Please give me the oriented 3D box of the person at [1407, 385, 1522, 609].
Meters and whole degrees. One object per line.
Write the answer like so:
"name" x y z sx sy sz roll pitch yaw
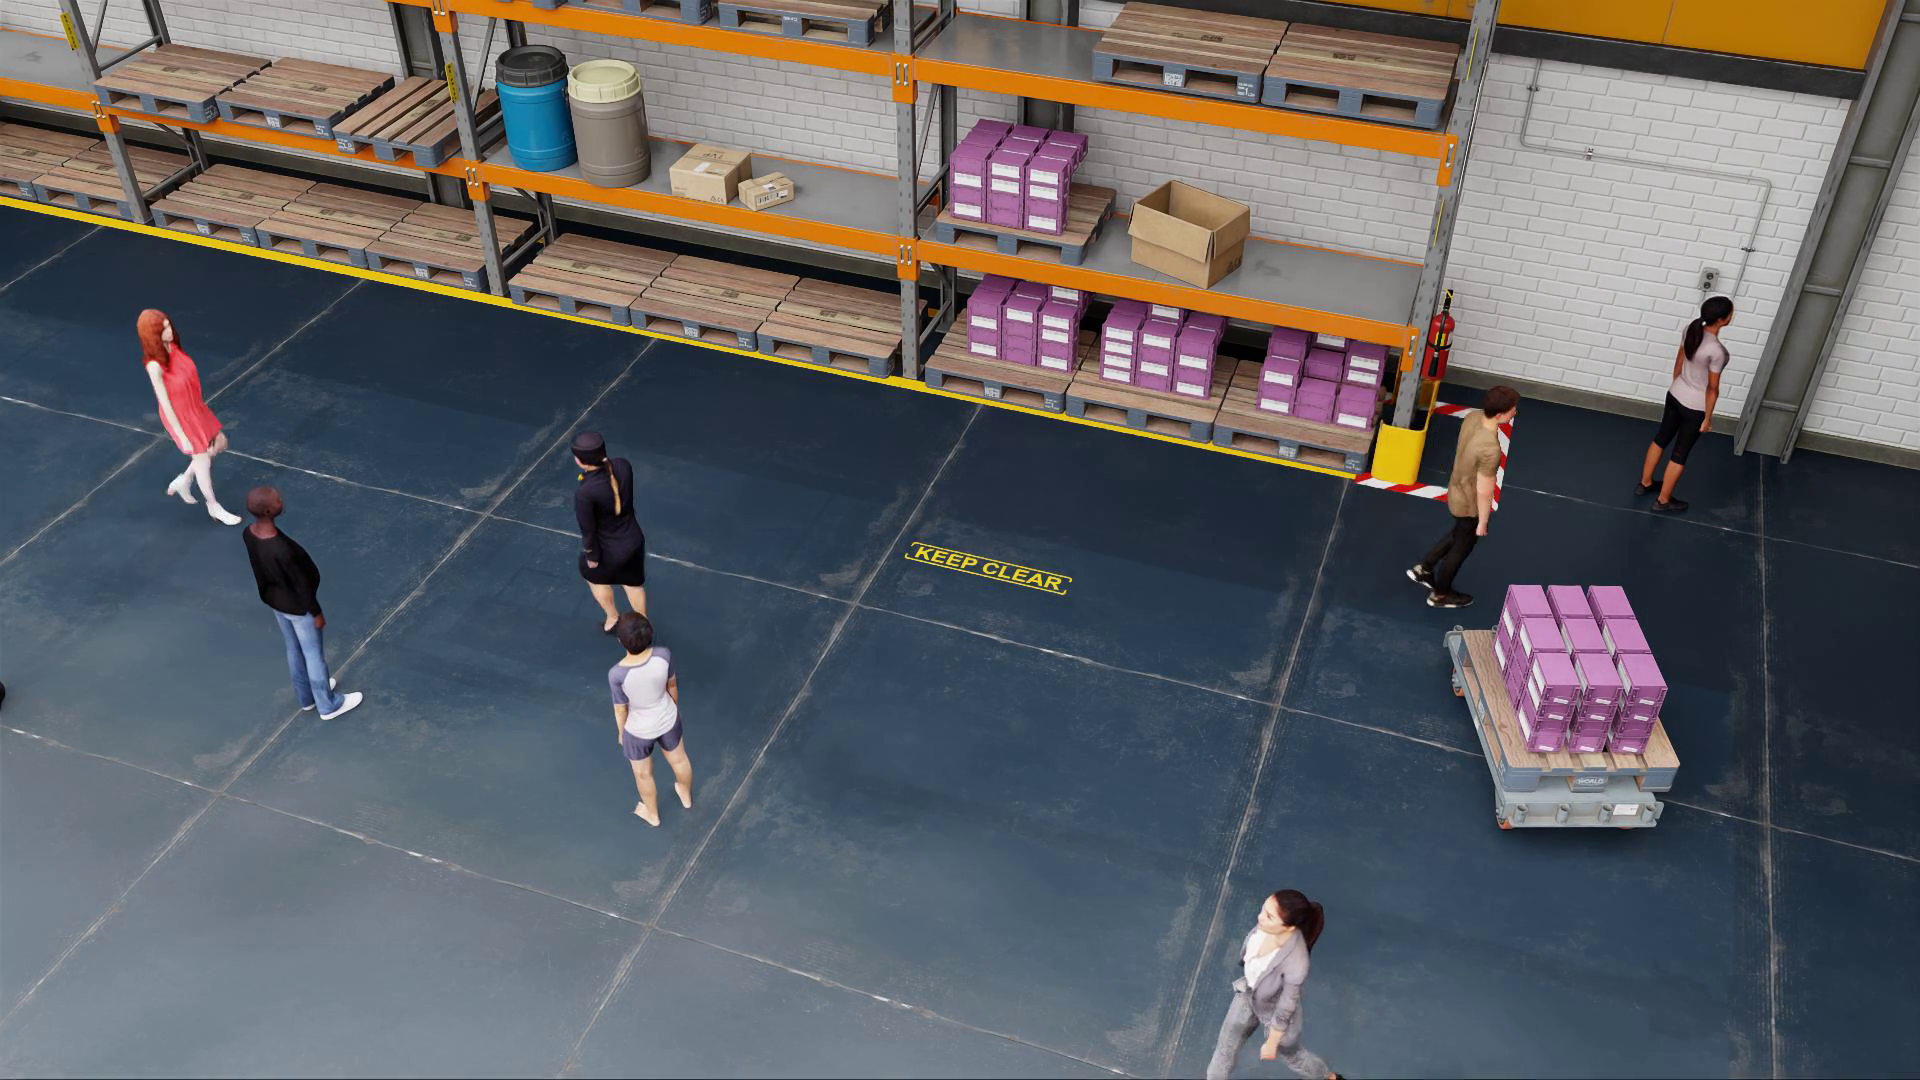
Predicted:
"person" 3.309 -0.266 11.111 0.844 1.838 0.810 -2 39 -2

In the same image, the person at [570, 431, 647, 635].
"person" -2.212 0.044 10.869 0.738 1.655 0.783 21 43 24

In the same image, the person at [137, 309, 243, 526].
"person" -5.594 -0.854 11.867 0.841 1.813 0.748 0 39 0

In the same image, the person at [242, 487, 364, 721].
"person" -4.158 0.396 10.352 0.547 1.750 0.702 23 44 26

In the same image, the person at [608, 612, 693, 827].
"person" -1.812 1.036 9.699 0.652 1.564 0.688 -23 44 -26

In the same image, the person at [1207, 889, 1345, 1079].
"person" 1.595 2.283 8.077 1.168 1.641 0.956 -5 39 -7

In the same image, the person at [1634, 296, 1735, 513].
"person" 5.291 -0.997 12.099 0.720 1.748 0.693 -10 40 -12
